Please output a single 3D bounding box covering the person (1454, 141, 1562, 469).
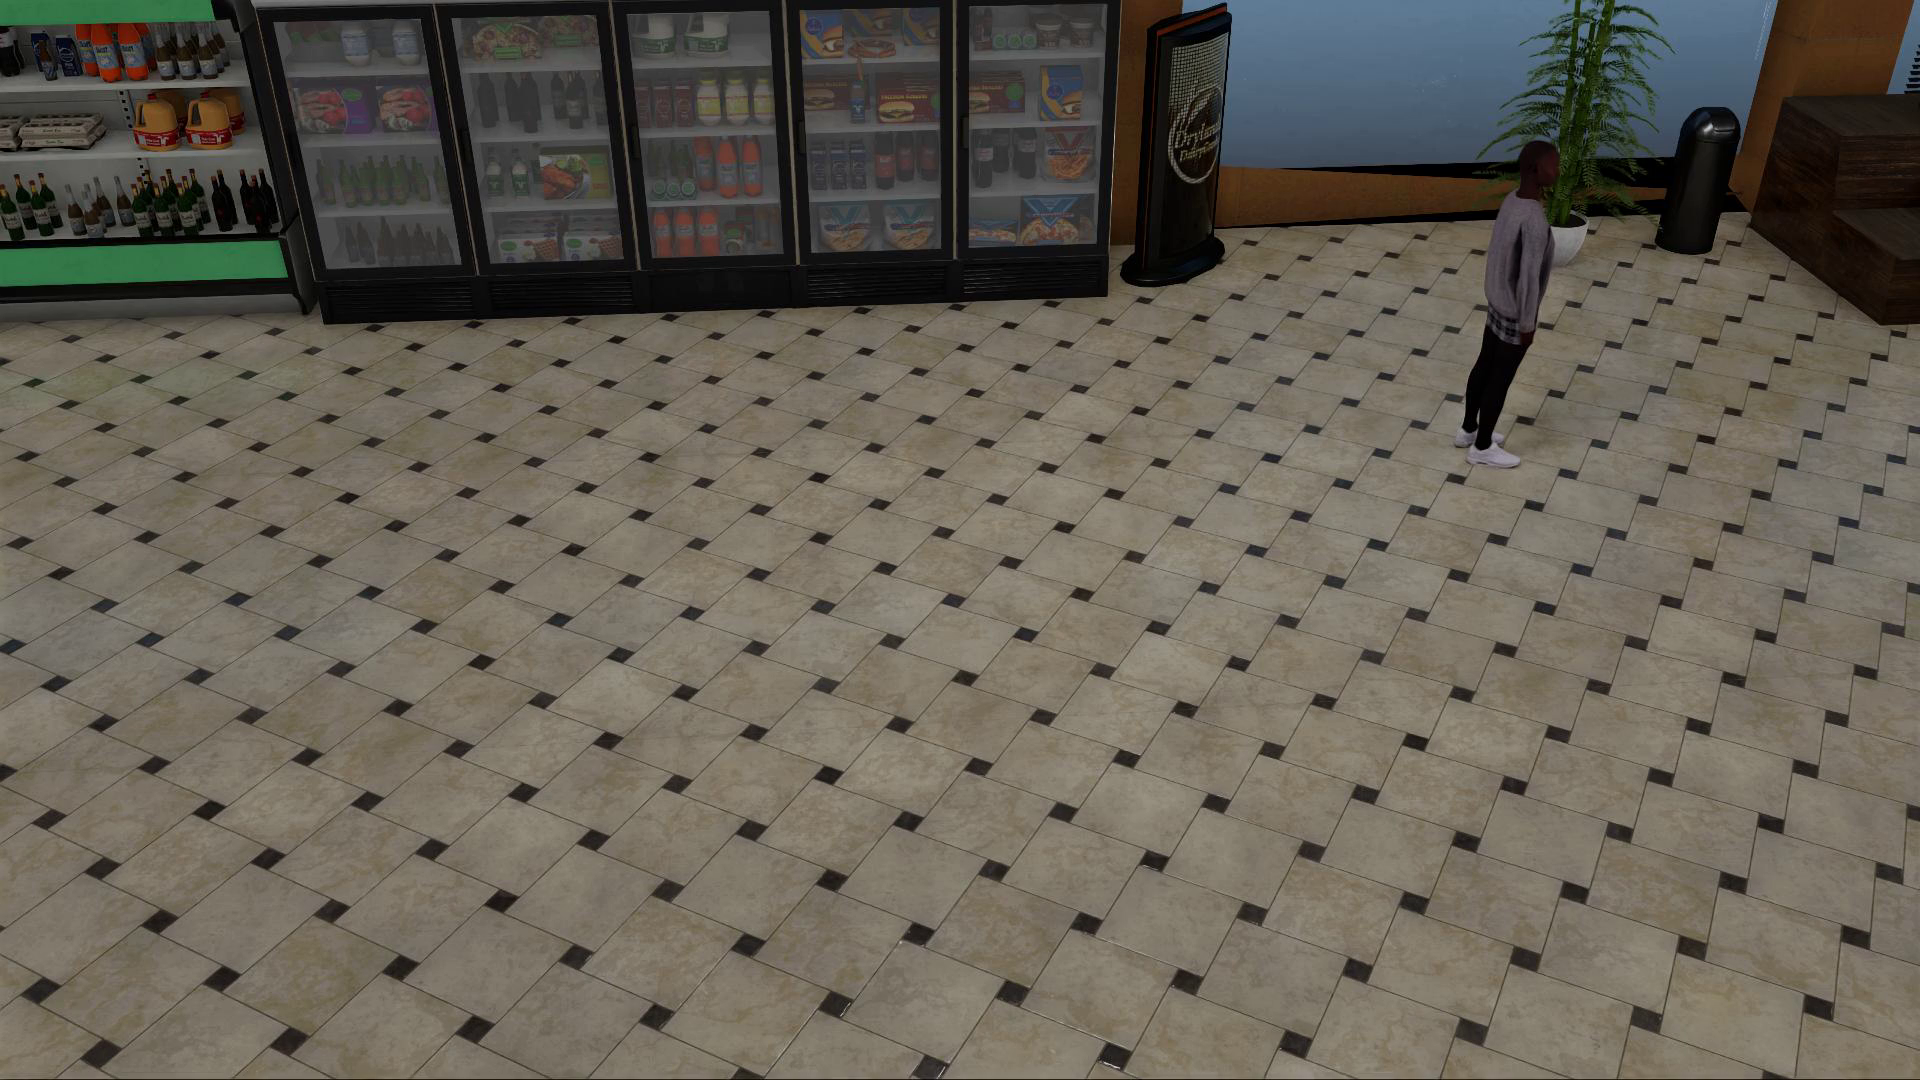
[{"bbox_3d":[2.904,-1.245,8.806,0.516,1.771,0.620,-1,32,-2],"label":"person"}]
